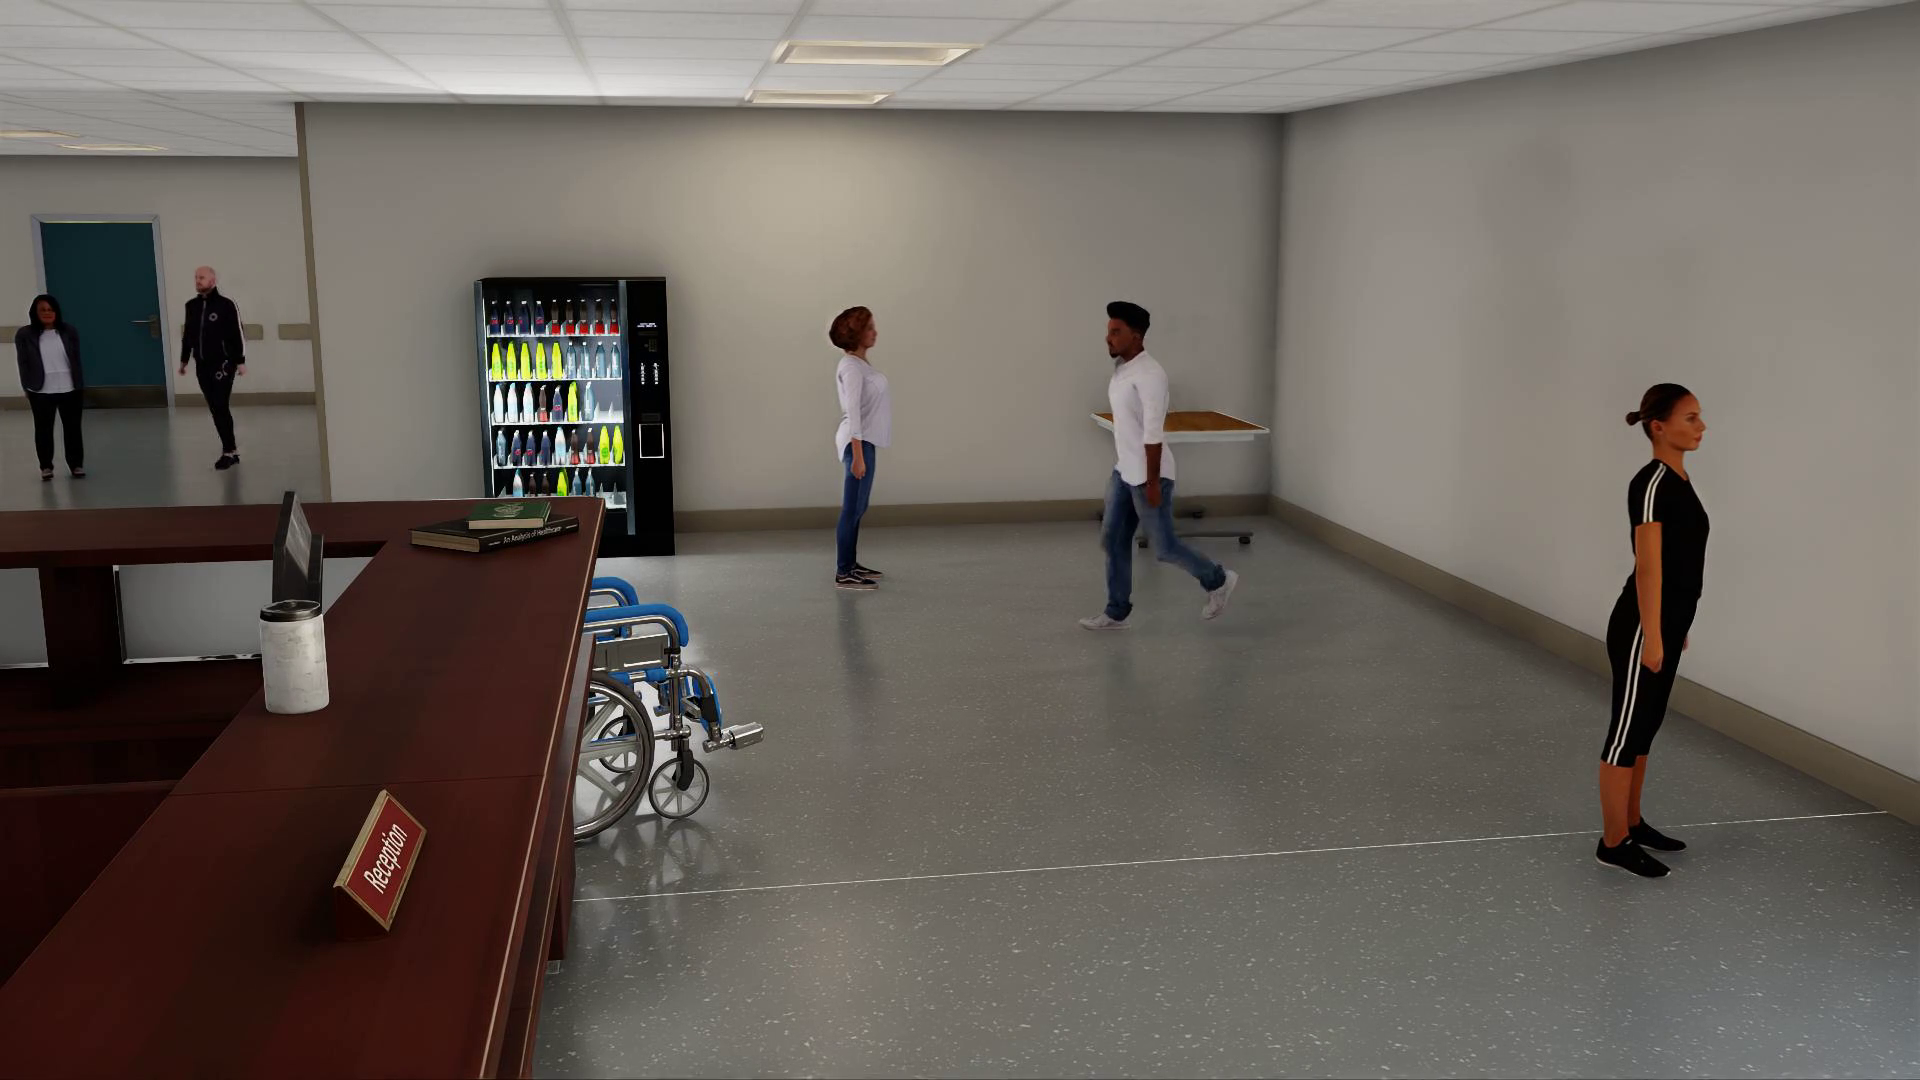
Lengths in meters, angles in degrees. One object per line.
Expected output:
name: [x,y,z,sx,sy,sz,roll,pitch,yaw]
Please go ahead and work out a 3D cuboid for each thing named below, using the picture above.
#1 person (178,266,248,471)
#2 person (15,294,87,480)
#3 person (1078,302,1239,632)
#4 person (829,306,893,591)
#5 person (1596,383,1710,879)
person: [-6.669,-1.554,15.053,0.885,1.813,0.920,3,11,15]
person: [-7.877,-1.333,14.473,0.752,1.595,0.838,-9,14,-39]
person: [1.063,-0.364,8.893,1.125,1.771,0.760,-3,11,-17]
person: [-0.638,-0.582,10.206,0.674,1.711,0.704,1,11,4]
person: [2.375,0.290,5.724,0.717,1.668,0.658,7,13,34]
